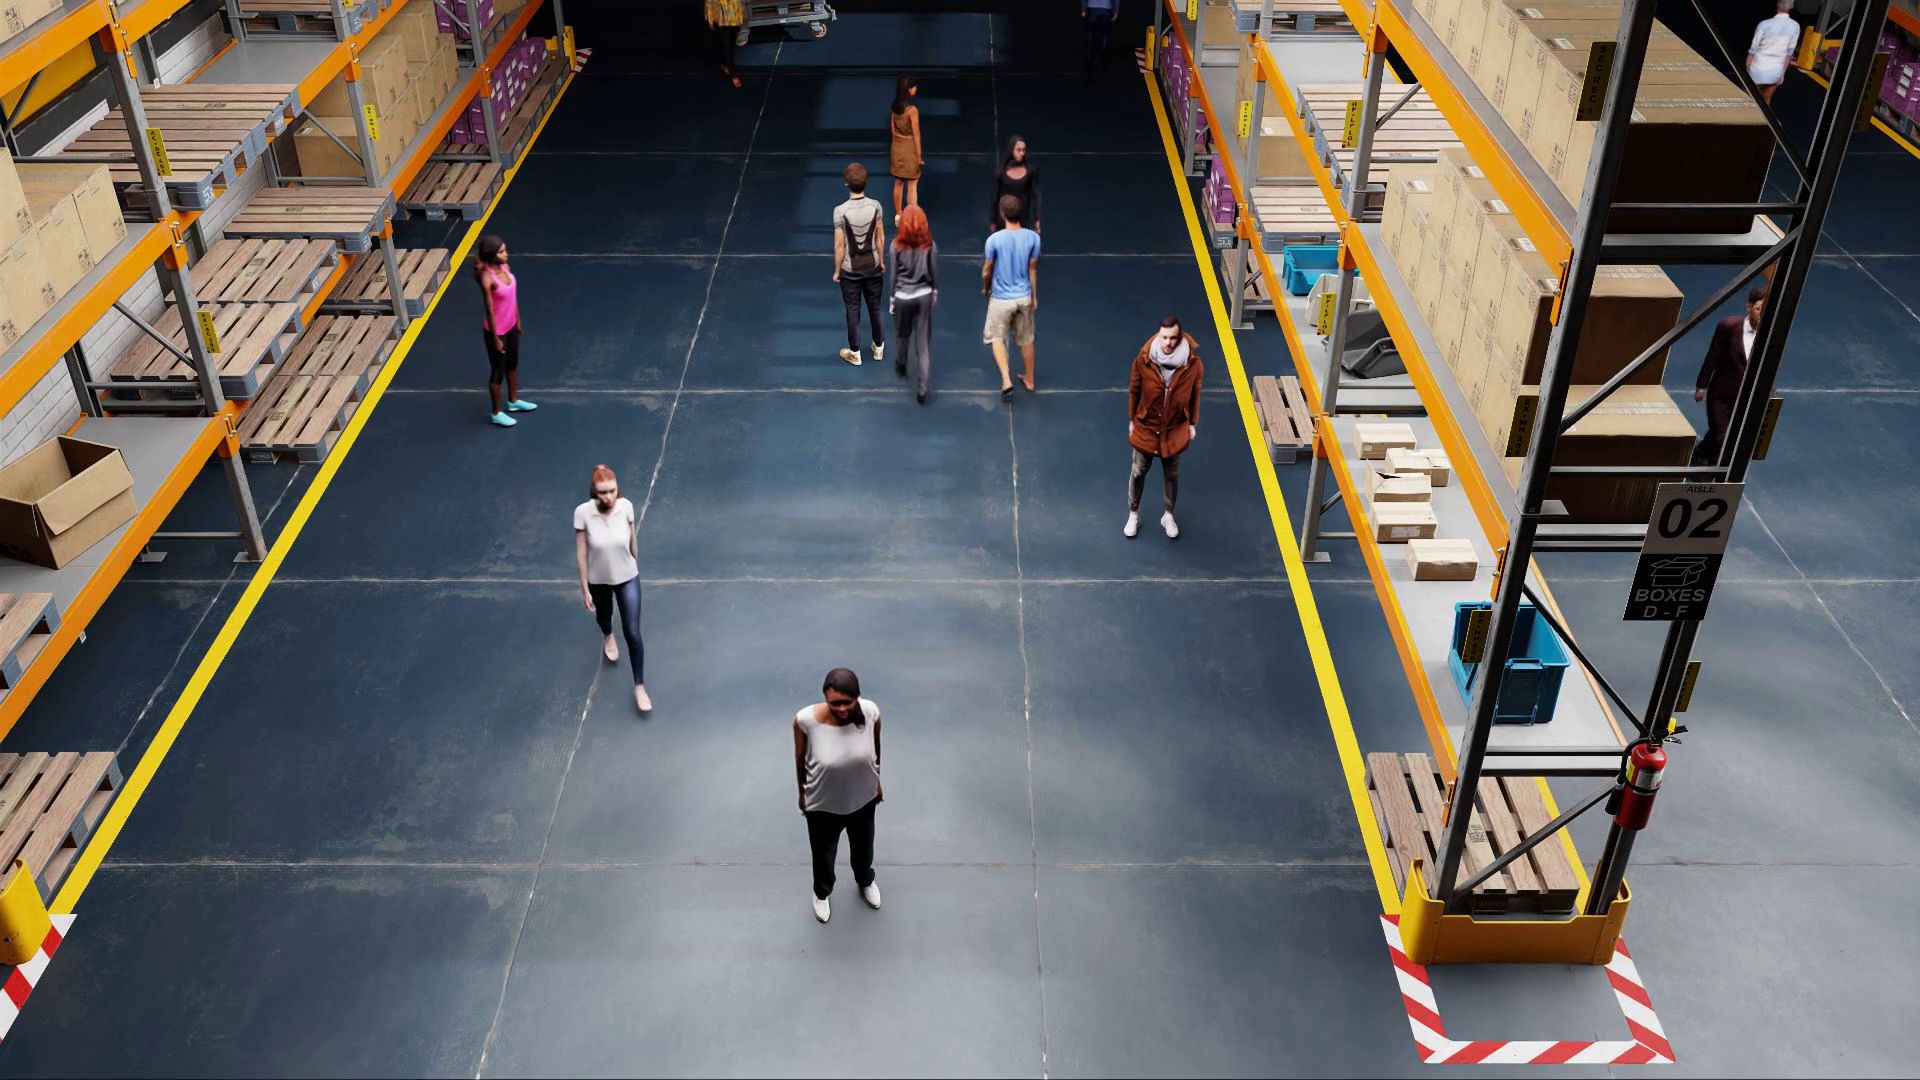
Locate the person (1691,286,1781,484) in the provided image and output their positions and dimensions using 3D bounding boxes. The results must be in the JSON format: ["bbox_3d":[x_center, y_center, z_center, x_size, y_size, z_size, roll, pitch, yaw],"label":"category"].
[{"bbox_3d":[6.101,-1.186,13.192,0.721,1.814,1.195,2,34,3],"label":"person"}]

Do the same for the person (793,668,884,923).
[{"bbox_3d":[-0.662,1.416,9.392,0.721,1.687,0.701,-9,35,-13],"label":"person"}]

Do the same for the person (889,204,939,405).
[{"bbox_3d":[-0.404,-2.019,14.513,0.693,1.739,1.032,-5,34,-8],"label":"person"}]

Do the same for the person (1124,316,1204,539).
[{"bbox_3d":[1.530,-0.863,12.684,0.701,1.839,0.685,1,34,2],"label":"person"}]

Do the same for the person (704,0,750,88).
[{"bbox_3d":[-3.089,-6.820,21.850,1.050,1.612,1.175,-21,39,-29],"label":"person"}]

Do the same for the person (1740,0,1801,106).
[{"bbox_3d":[9.578,-5.531,19.732,0.705,1.810,0.744,2,34,3],"label":"person"}]

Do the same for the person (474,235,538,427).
[{"bbox_3d":[-3.928,-1.801,14.205,0.703,1.716,0.600,13,36,18],"label":"person"}]

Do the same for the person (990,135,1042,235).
[{"bbox_3d":[0.520,-3.119,16.206,0.739,1.696,0.896,-5,34,-8],"label":"person"}]

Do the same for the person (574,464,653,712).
[{"bbox_3d":[-2.362,0.239,11.153,0.809,1.698,1.202,-10,35,-15],"label":"person"}]

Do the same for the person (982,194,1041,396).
[{"bbox_3d":[0.452,-2.075,14.506,0.776,1.841,0.920,-5,34,-8],"label":"person"}]

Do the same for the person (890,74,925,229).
[{"bbox_3d":[-0.578,-4.111,17.711,0.700,1.684,0.629,-26,41,-33],"label":"person"}]

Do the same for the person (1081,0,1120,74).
[{"bbox_3d":[1.845,-7.048,22.085,0.748,1.732,0.844,7,34,10],"label":"person"}]

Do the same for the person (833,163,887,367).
[{"bbox_3d":[-0.902,-2.491,15.089,0.722,1.889,0.697,-13,36,-18],"label":"person"}]
